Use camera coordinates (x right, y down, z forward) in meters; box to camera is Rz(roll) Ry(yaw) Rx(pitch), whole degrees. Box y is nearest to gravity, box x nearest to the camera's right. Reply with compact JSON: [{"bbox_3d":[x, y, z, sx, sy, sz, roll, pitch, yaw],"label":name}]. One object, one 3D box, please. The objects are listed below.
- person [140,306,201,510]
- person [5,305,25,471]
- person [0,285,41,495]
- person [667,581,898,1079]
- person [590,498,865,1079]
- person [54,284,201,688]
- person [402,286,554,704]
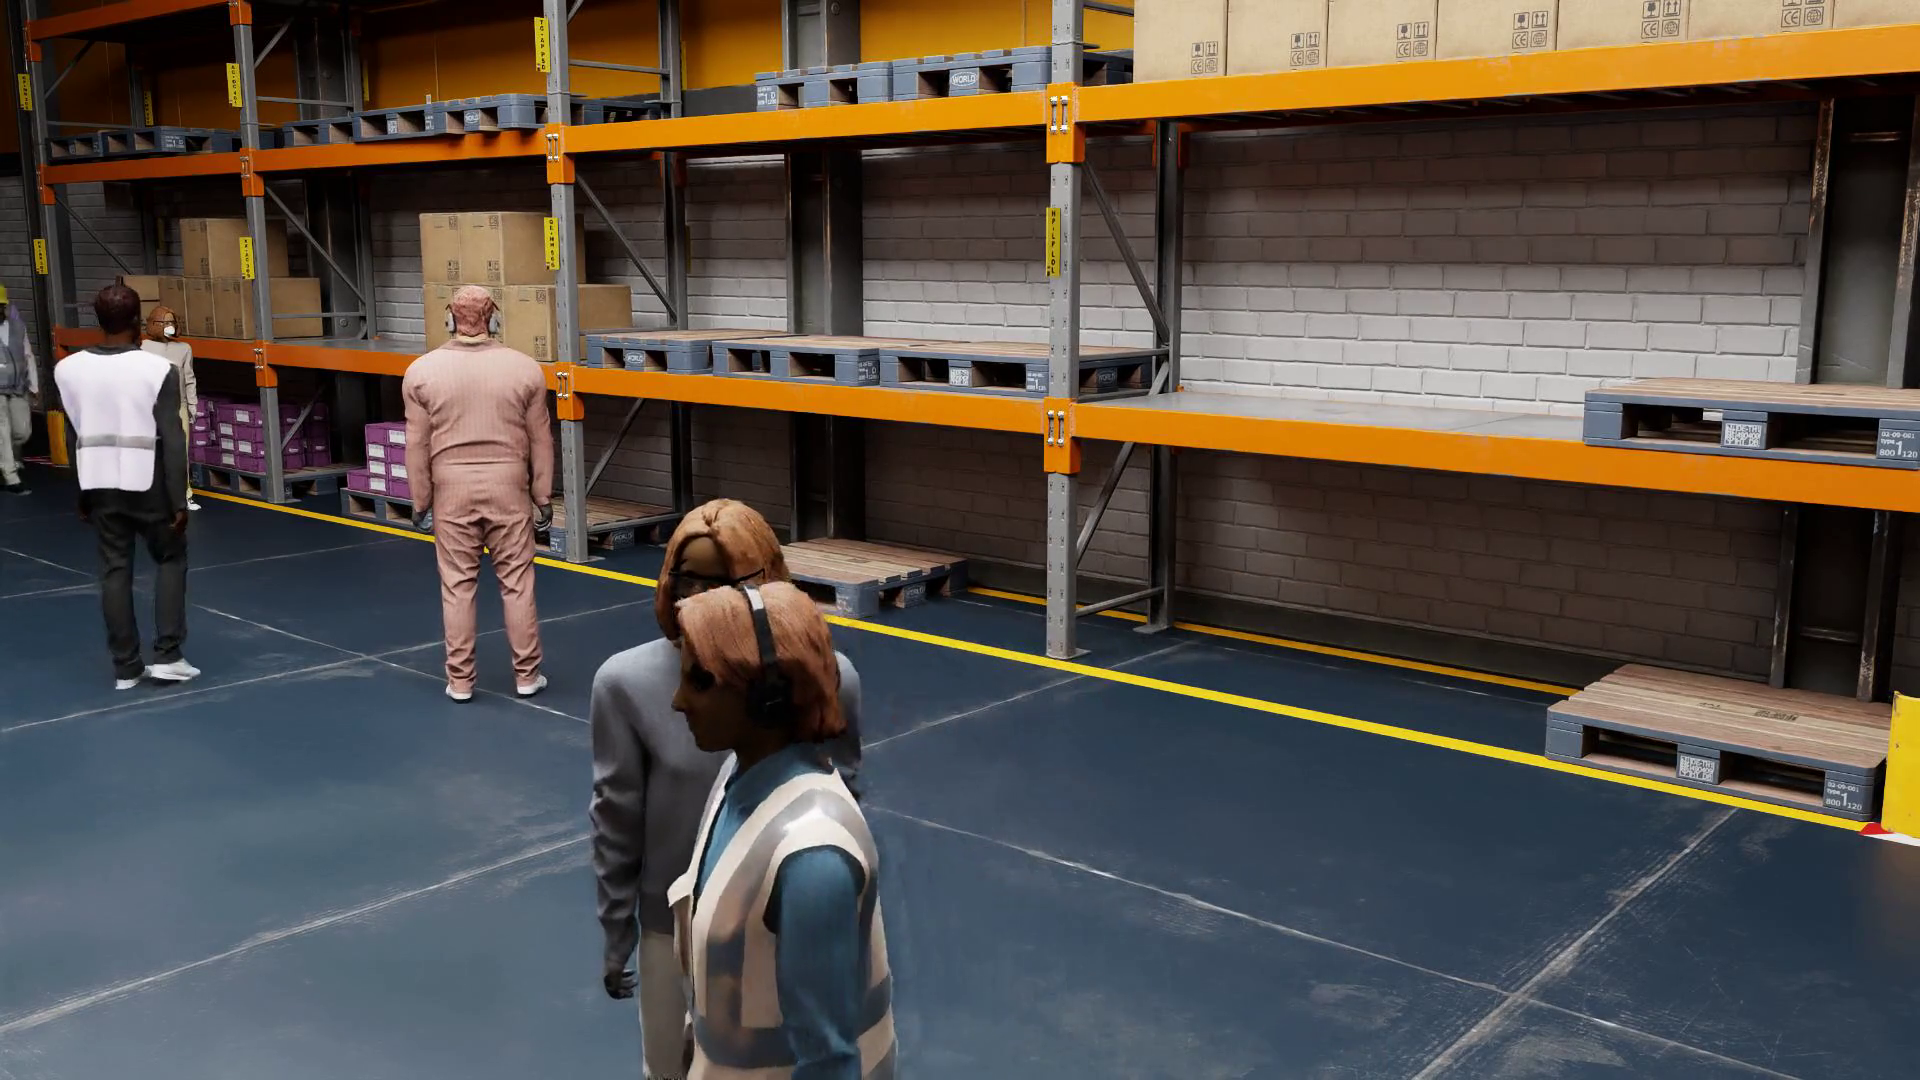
[{"bbox_3d":[-6.227,-1.018,13.064,0.277,1.629,0.497,7,12,35],"label":"person"},{"bbox_3d":[-9.000,-1.559,15.433,0.610,1.903,0.483,-7,12,-34],"label":"person"},{"bbox_3d":[-8.146,-1.280,14.047,0.644,1.807,0.616,5,11,26],"label":"person"},{"bbox_3d":[-0.279,0.860,2.360,0.381,1.625,0.526,-3,10,-16],"label":"person"},{"bbox_3d":[-0.422,0.729,3.092,0.501,1.631,0.287,-1,10,-8],"label":"person"},{"bbox_3d":[-3.923,-0.245,7.861,0.617,1.912,0.454,0,10,0],"label":"person"},{"bbox_3d":[-2.191,-0.204,7.629,0.651,1.904,0.403,-3,10,-15],"label":"person"}]
